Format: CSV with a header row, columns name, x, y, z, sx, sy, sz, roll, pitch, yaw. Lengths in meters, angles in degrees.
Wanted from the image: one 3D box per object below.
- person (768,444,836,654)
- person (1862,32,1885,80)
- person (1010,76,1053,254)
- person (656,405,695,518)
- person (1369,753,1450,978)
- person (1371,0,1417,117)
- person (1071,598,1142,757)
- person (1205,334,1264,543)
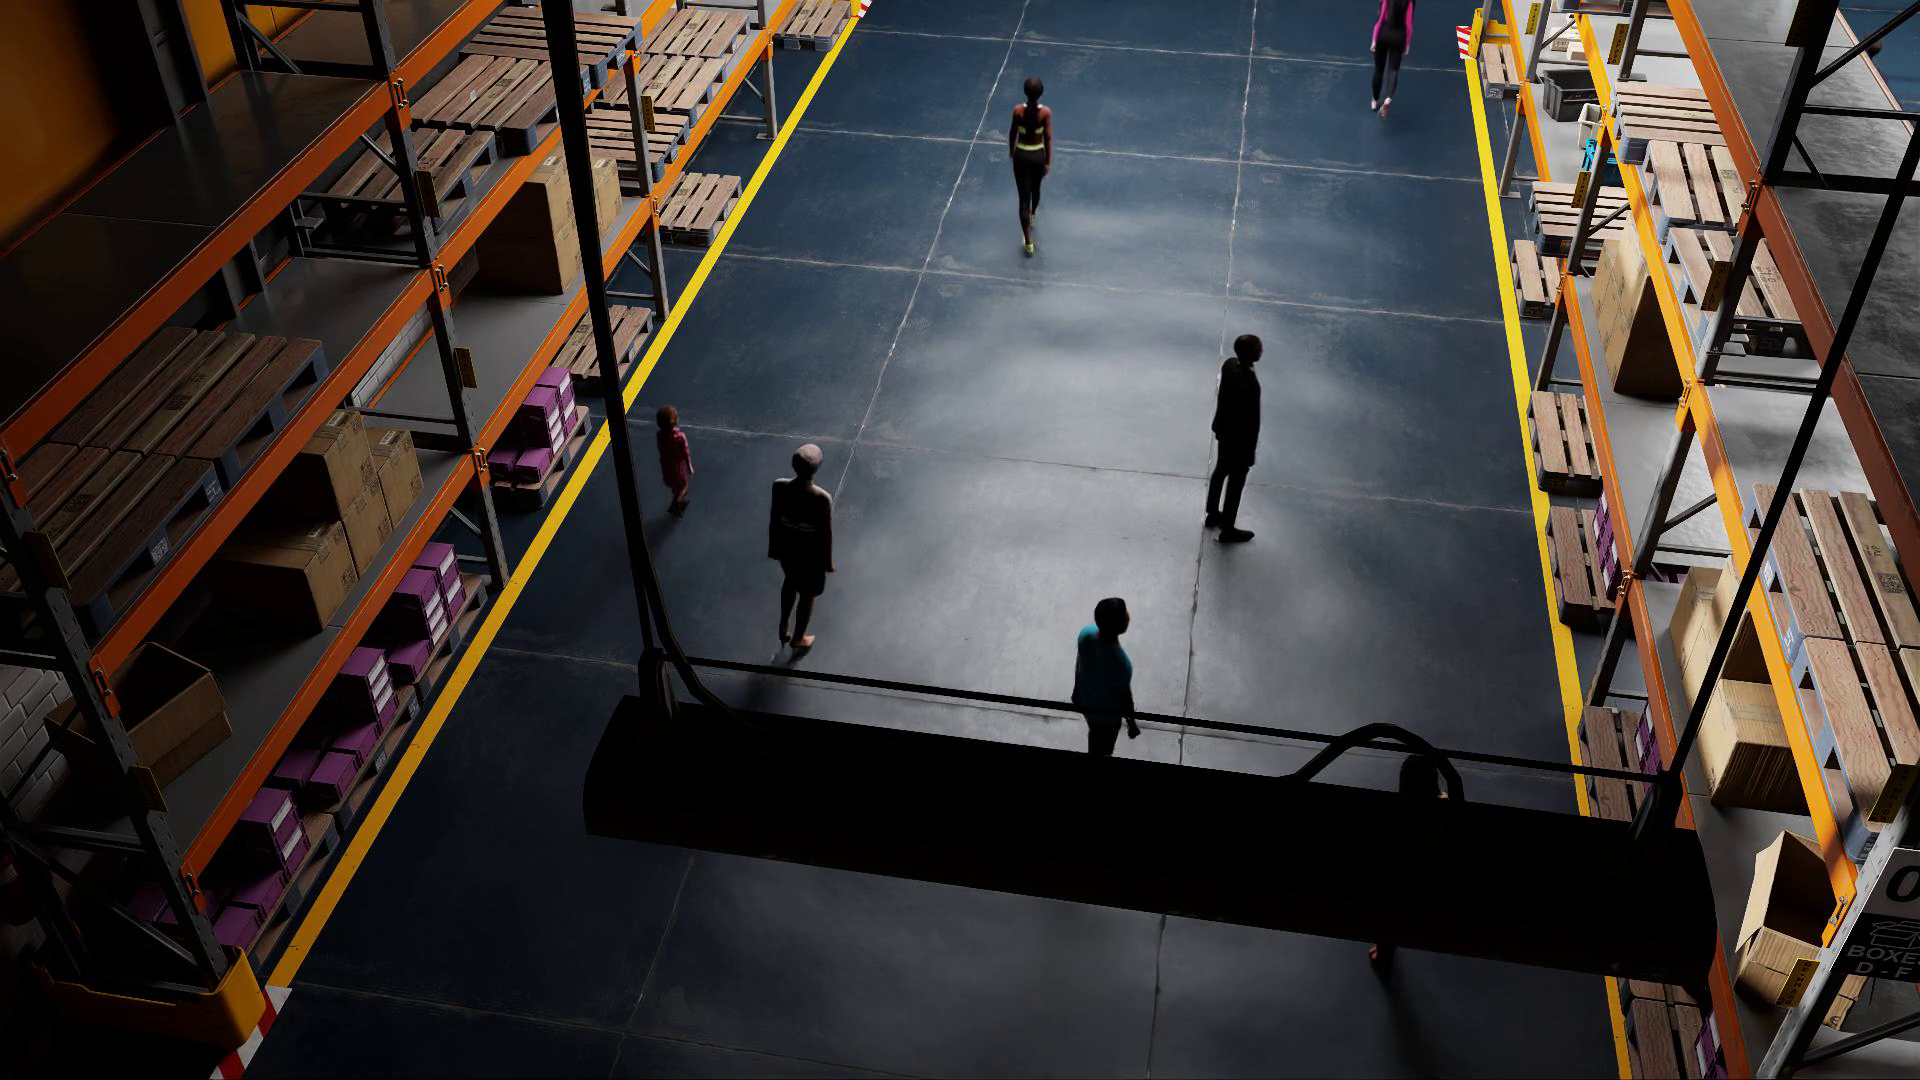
name,x,y,z,sx,sy,sz,roll,pitch,yaw
person,-1.150,0.134,11.649,0.729,1.728,0.763,14,41,17
person,9.037,-4.190,16.946,0.901,1.874,1.142,-5,39,-6
person,0.683,-3.666,16.426,0.715,1.705,1.161,-1,39,-1
person,-2.269,-0.598,13.134,0.485,1.019,0.590,13,40,16
person,2.542,1.908,9.475,0.728,1.669,0.824,-2,39,-2
person,4.883,-5.619,18.852,0.597,1.729,0.941,7,39,9
person,0.810,1.094,10.426,0.895,1.754,0.838,-19,42,-22
person,2.117,-0.792,12.752,0.798,1.799,0.670,-12,40,-14
